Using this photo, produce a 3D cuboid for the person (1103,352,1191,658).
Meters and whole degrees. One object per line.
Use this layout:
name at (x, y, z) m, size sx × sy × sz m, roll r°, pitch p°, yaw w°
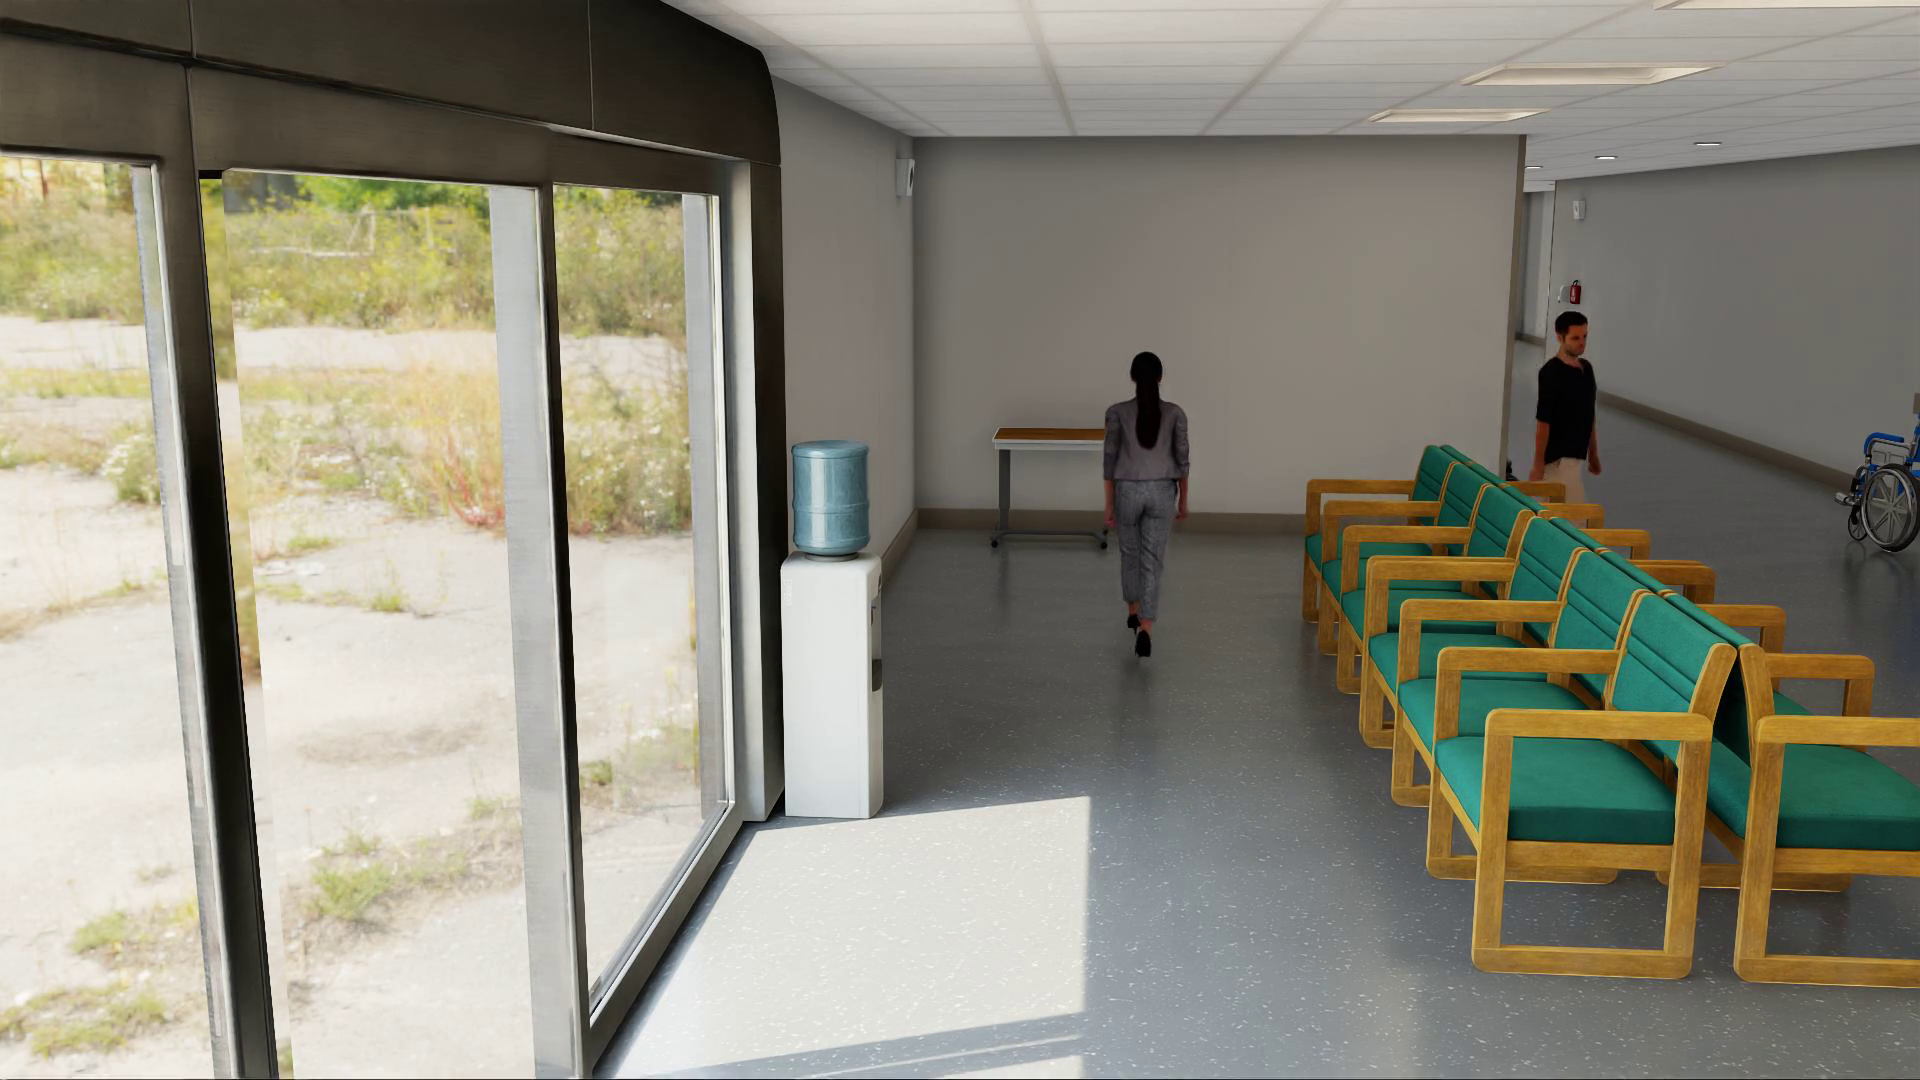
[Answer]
person at (0.999, -0.145, 8.956) m, size 1.050 × 1.628 × 0.709 m, roll 1°, pitch 11°, yaw 7°
